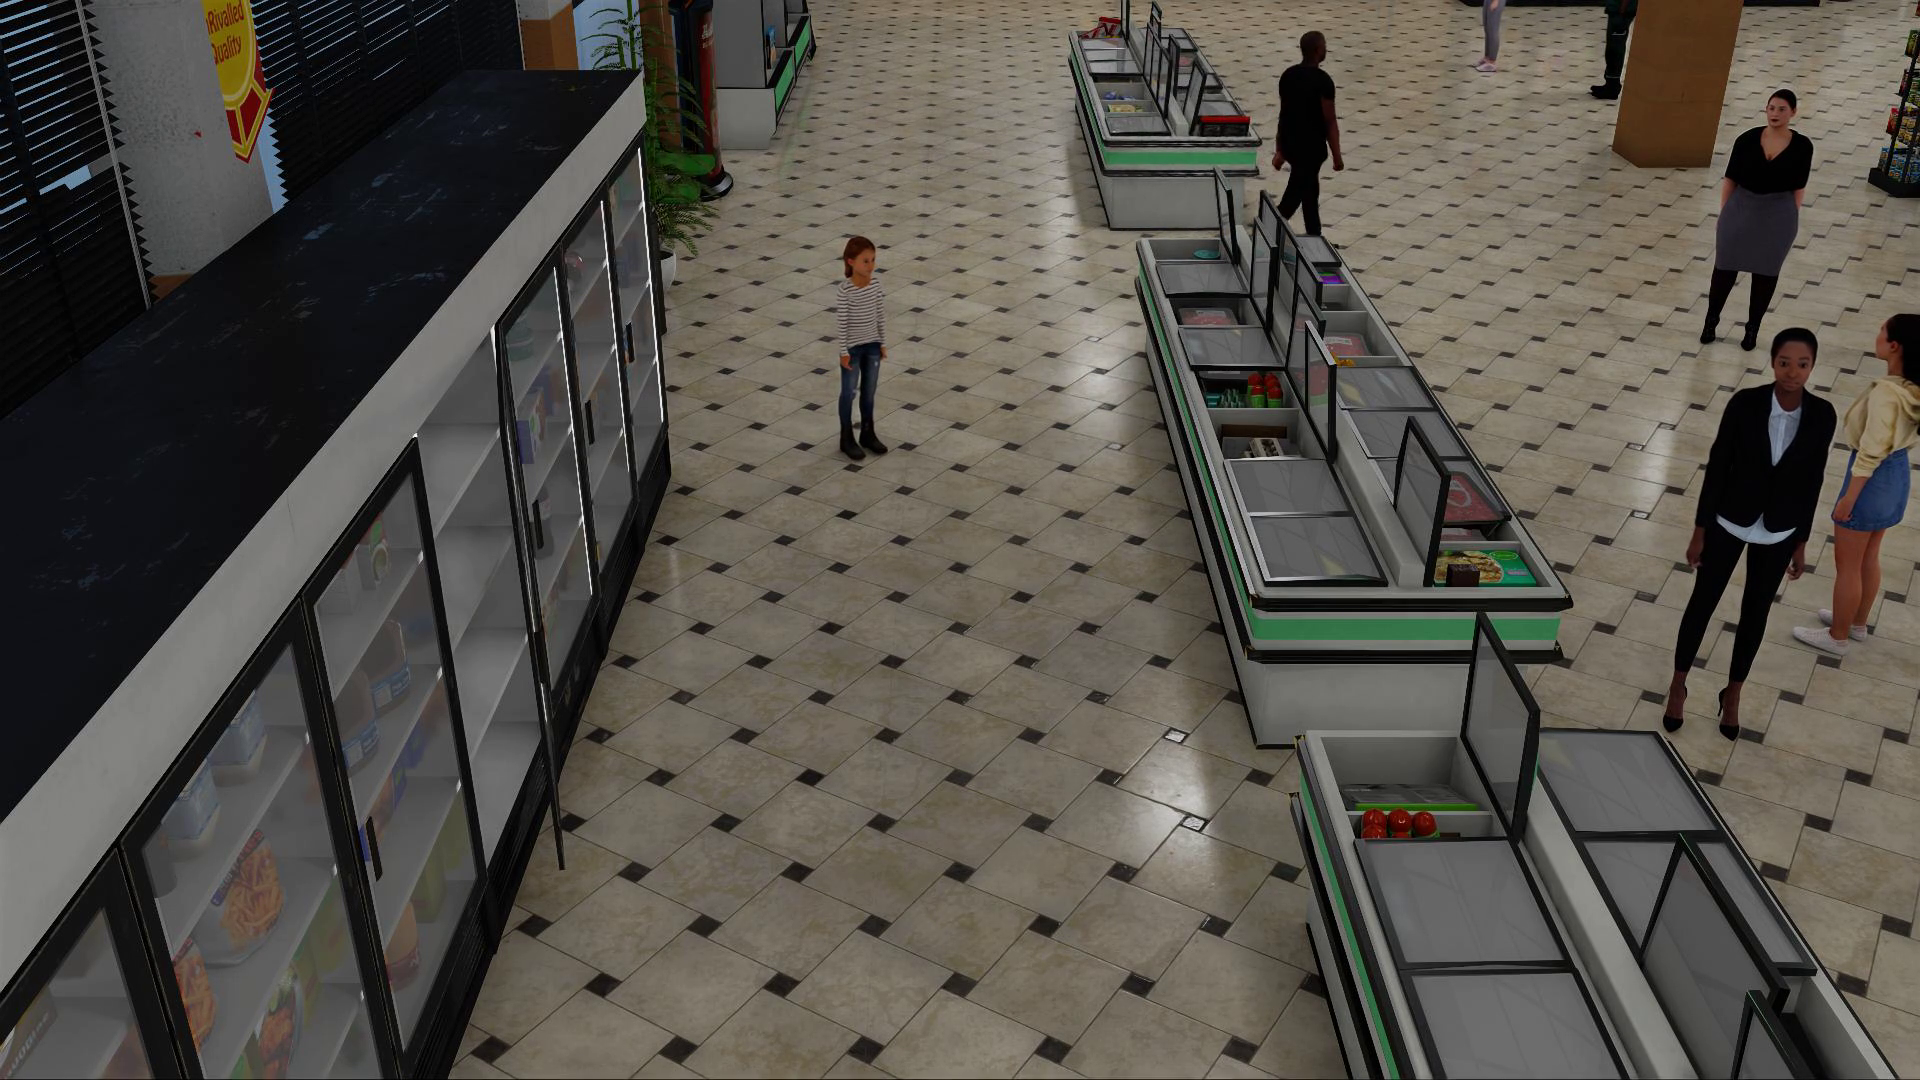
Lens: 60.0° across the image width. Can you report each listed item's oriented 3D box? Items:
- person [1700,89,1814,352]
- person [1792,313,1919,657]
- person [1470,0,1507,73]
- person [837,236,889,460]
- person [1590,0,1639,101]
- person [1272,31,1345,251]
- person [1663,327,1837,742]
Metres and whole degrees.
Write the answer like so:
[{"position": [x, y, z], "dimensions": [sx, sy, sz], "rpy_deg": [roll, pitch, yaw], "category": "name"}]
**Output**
[{"position": [5.366, -2.148, 11.188], "dimensions": [0.778, 1.758, 0.793], "rpy_deg": [15, 30, 27], "category": "person"}, {"position": [4.162, -0.248, 7.582], "dimensions": [0.717, 1.630, 0.749], "rpy_deg": [-20, 33, -34], "category": "person"}, {"position": [6.346, -6.409, 19.755], "dimensions": [0.631, 1.609, 0.473], "rpy_deg": [1, 27, 3], "category": "person"}, {"position": [-0.586, -1.121, 9.655], "dimensions": [0.559, 1.313, 0.609], "rpy_deg": [-18, 32, -32], "category": "person"}, {"position": [7.286, -5.817, 18.335], "dimensions": [0.819, 1.838, 0.652], "rpy_deg": [9, 28, 16], "category": "person"}, {"position": [2.548, -2.899, 12.652], "dimensions": [1.111, 1.773, 1.256], "rpy_deg": [-14, 30, -25], "category": "person"}, {"position": [3.258, -0.002, 6.873], "dimensions": [0.659, 1.834, 0.621], "rpy_deg": [8, 28, 16], "category": "person"}]
